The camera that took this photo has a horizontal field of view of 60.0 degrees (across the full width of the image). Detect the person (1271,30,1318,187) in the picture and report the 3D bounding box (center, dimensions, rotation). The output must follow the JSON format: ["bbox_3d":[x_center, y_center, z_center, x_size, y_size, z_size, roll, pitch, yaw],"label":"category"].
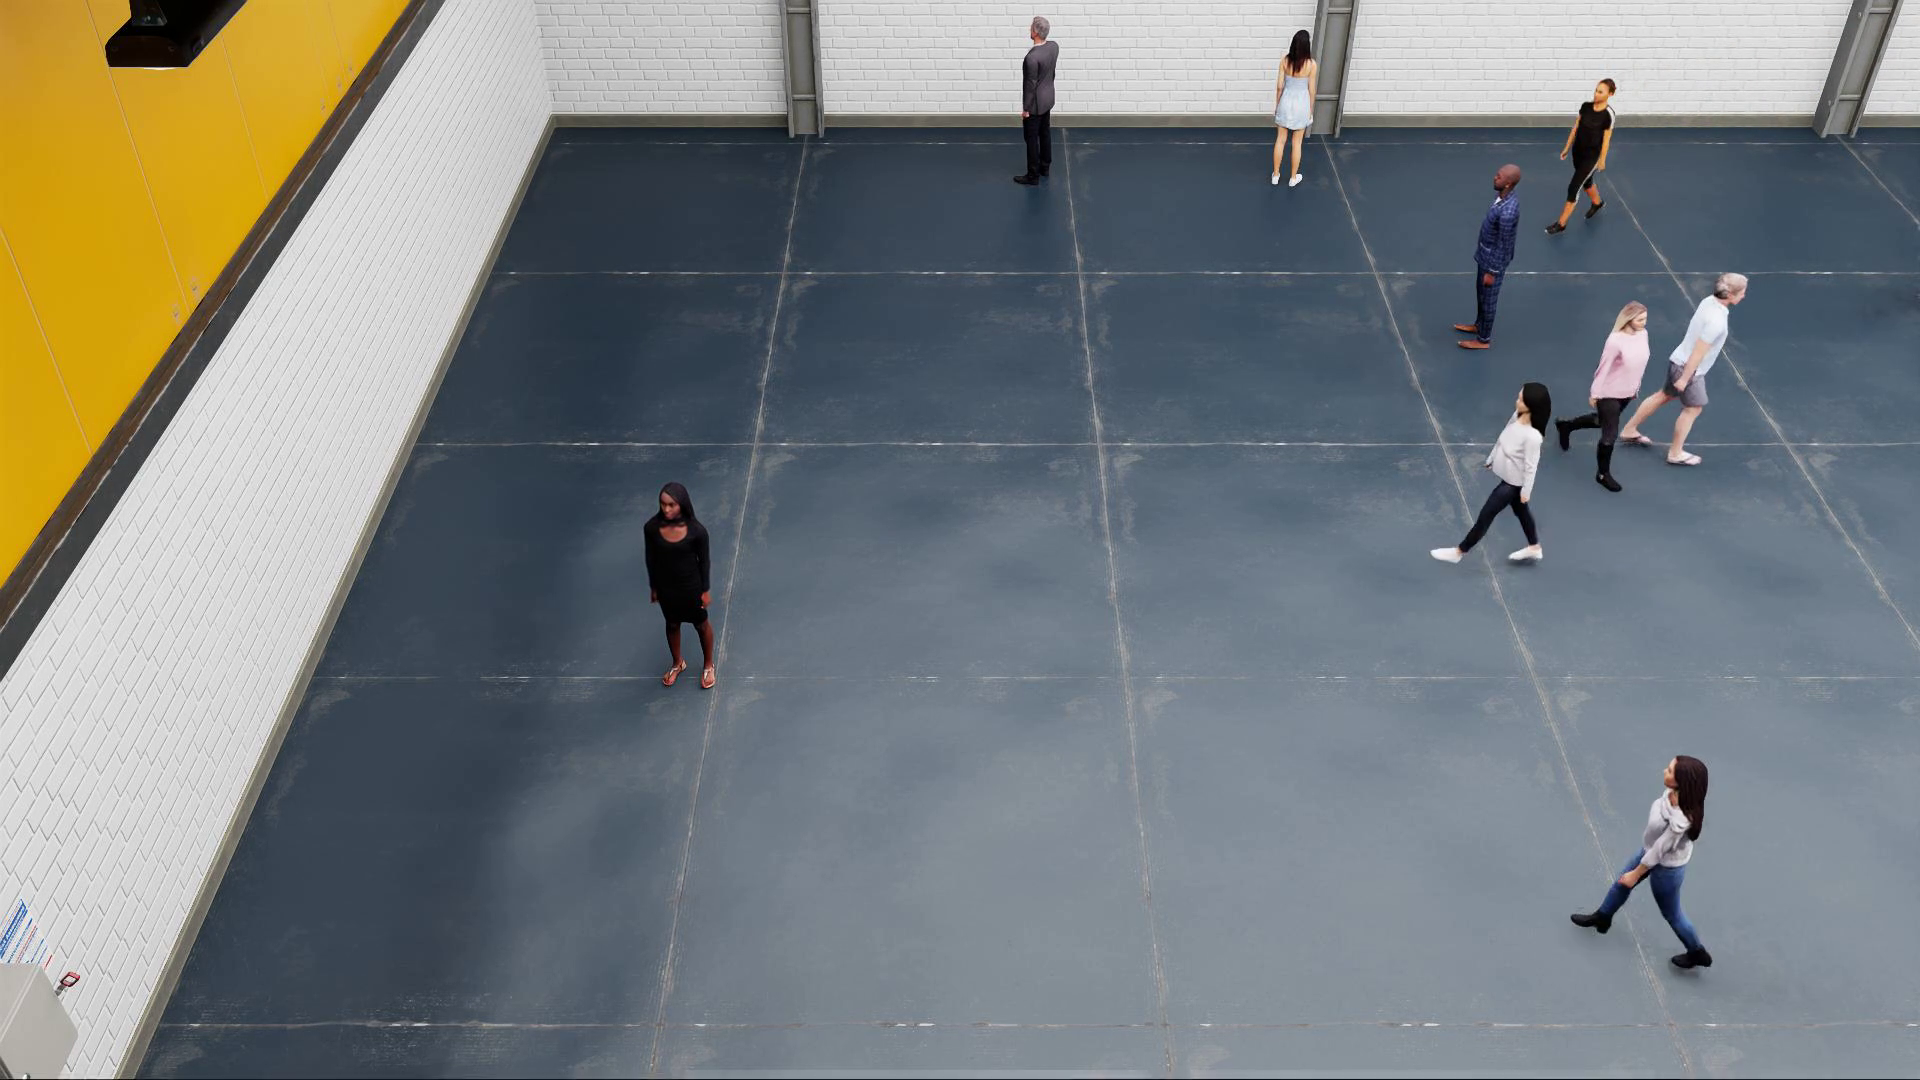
[{"bbox_3d":[3.589,-4.652,17.905,0.575,1.731,0.712,12,40,15],"label":"person"}]

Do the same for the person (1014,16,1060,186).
[{"bbox_3d":[0.833,-4.753,17.942,0.804,1.841,0.815,21,43,24],"label":"person"}]

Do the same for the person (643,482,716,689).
[{"bbox_3d":[-1.955,0.320,11.687,0.489,1.720,0.697,4,39,6],"label":"person"}]

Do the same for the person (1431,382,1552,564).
[{"bbox_3d":[4.316,-0.457,12.717,1.112,1.649,0.648,1,39,1],"label":"person"}]

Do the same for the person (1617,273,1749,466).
[{"bbox_3d":[5.984,-1.440,13.838,1.014,1.786,0.853,9,40,12],"label":"person"}]

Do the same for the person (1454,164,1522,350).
[{"bbox_3d":[4.901,-2.611,15.279,0.620,1.818,0.685,5,39,6],"label":"person"}]

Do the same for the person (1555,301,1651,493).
[{"bbox_3d":[5.330,-1.258,13.708,1.071,1.663,1.009,-21,43,-24],"label":"person"}]

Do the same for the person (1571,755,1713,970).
[{"bbox_3d":[4.224,1.937,9.763,1.125,1.594,0.843,13,40,16],"label":"person"}]

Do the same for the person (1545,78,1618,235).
[{"bbox_3d":[6.528,-3.985,17.146,1.151,1.636,0.860,-14,41,-17],"label":"person"}]
